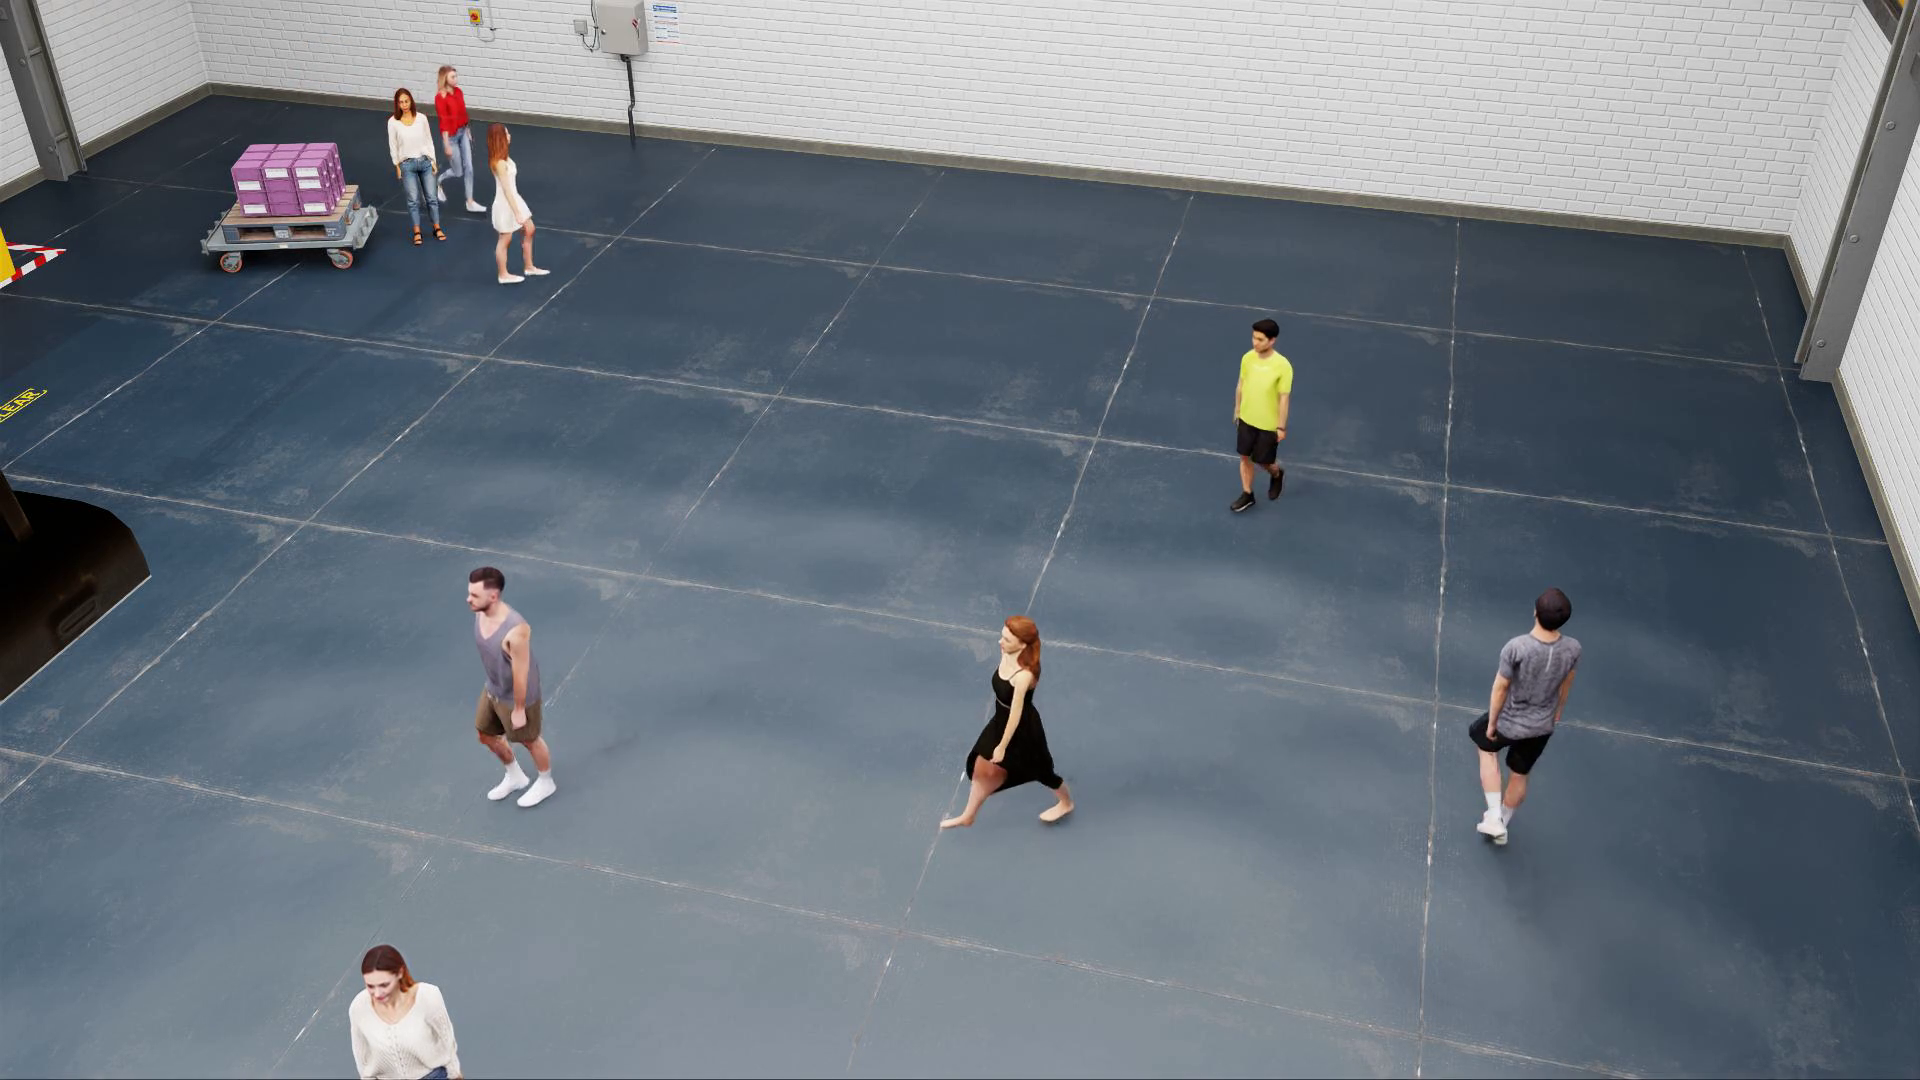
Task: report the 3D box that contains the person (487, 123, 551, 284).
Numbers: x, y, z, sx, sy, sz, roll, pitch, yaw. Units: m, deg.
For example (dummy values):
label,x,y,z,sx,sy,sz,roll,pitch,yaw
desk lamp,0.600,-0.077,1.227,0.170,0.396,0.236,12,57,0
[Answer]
label,x,y,z,sx,sy,sz,roll,pitch,yaw
person,-4.681,-3.386,16.877,0.764,1.695,0.771,-3,34,-4

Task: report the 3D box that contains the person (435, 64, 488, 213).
label,x,y,z,sx,sy,sz,roll,pitch,yaw
person,-5.677,-4.464,18.505,0.712,1.688,0.808,11,35,16

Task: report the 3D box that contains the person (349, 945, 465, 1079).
label,x,y,z,sx,sy,sz,roll,pitch,yaw
person,-2.612,2.559,7.935,0.702,1.692,0.691,-6,34,-9

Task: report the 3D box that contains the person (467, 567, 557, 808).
label,x,y,z,sx,sy,sz,roll,pitch,yaw
person,-2.707,0.889,10.353,0.737,1.832,0.780,27,42,34

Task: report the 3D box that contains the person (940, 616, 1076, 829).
label,x,y,z,sx,sy,sz,roll,pitch,yaw
person,0.439,1.153,10.157,1.058,1.575,1.108,-12,35,-17

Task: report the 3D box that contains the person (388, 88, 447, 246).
label,x,y,z,sx,sy,sz,roll,pitch,yaw
person,-5.841,-4.026,17.851,0.695,1.683,0.736,-14,36,-20

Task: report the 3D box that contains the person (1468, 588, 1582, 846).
label,x,y,z,sx,sy,sz,roll,pitch,yaw
person,3.390,1.129,9.939,0.747,1.856,0.788,0,34,0

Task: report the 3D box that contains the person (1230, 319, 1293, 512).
label,x,y,z,sx,sy,sz,roll,pitch,yaw
person,2.452,-1.013,13.305,0.805,1.697,0.881,27,42,34
